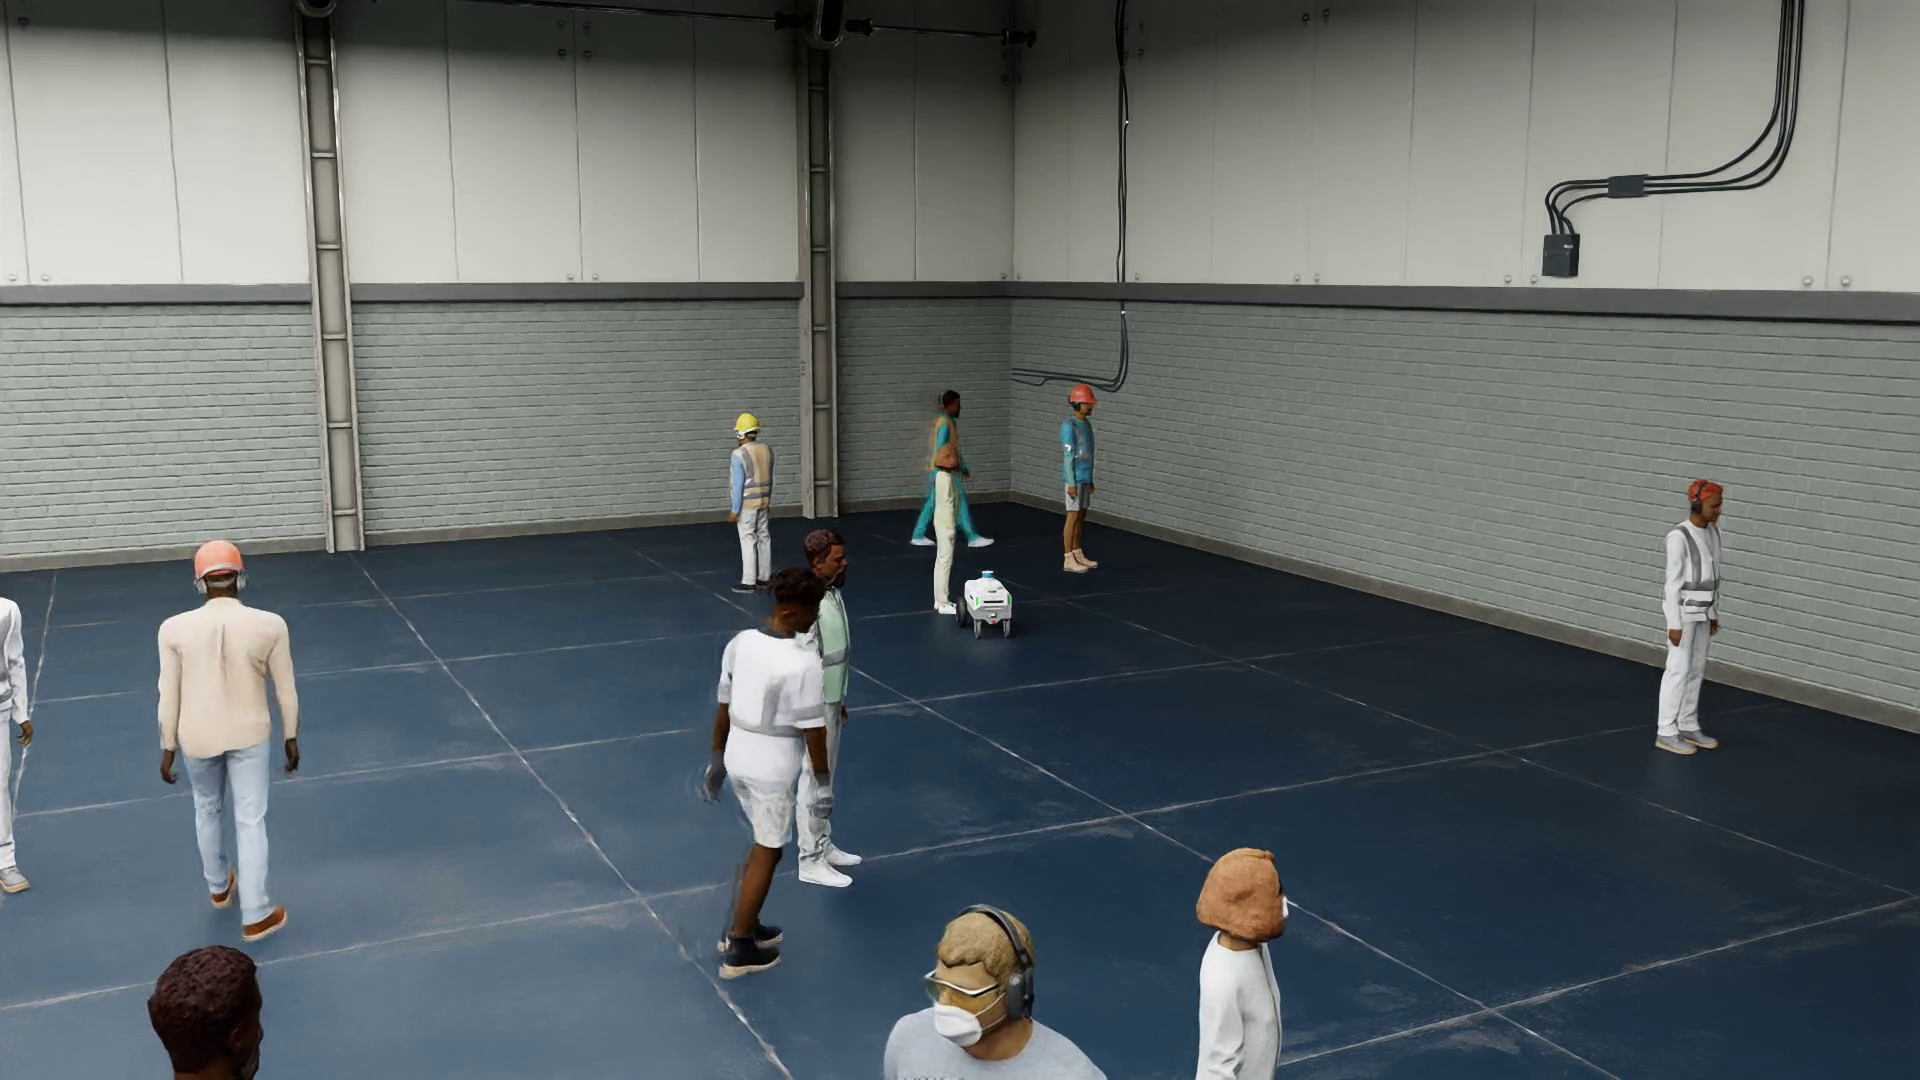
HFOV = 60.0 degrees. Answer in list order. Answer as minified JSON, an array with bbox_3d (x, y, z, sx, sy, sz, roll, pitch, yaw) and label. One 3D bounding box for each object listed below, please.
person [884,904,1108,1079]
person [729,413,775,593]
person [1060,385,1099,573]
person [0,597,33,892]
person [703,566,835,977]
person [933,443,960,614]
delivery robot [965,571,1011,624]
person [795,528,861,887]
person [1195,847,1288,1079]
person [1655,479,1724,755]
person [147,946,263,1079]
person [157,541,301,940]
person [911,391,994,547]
[{"bbox_3d":[0.077,1.729,3.691,0.629,1.939,0.374,7,12,37],"label":"person"},{"bbox_3d":[-2.145,-0.374,16.968,0.404,1.835,0.588,6,11,33],"label":"person"},{"bbox_3d":[1.324,-0.672,18.165,0.379,2.044,0.607,4,10,25],"label":"person"},{"bbox_3d":[-5.160,0.946,8.674,0.356,1.886,0.575,9,13,44],"label":"person"},{"bbox_3d":[-0.898,1.072,7.768,0.575,1.922,0.619,-8,12,-40],"label":"person"},{"bbox_3d":[-0.115,-0.112,15.962,0.281,1.636,0.500,-1,9,-9],"label":"person"},{"bbox_3d":[0.252,0.522,15.087,0.477,0.478,0.707,-1,9,-8],"label":"delivery robot"},{"bbox_3d":[-0.749,0.883,8.961,0.391,1.920,0.593,1,9,6],"label":"person"},{"bbox_3d":[0.817,1.688,4.867,0.276,1.636,0.507,3,10,18],"label":"person"},{"bbox_3d":[4.992,0.518,11.344,0.584,1.879,0.365,-7,12,-39],"label":"person"},{"bbox_3d":[-1.525,1.777,3.453,0.587,1.920,0.395,2,9,12],"label":"person"},{"bbox_3d":[-3.657,0.979,8.369,0.651,1.935,0.854,-3,10,-19],"label":"person"},{"bbox_3d":[-0.128,-0.835,19.722,0.990,1.866,0.596,0,9,0],"label":"person"}]
